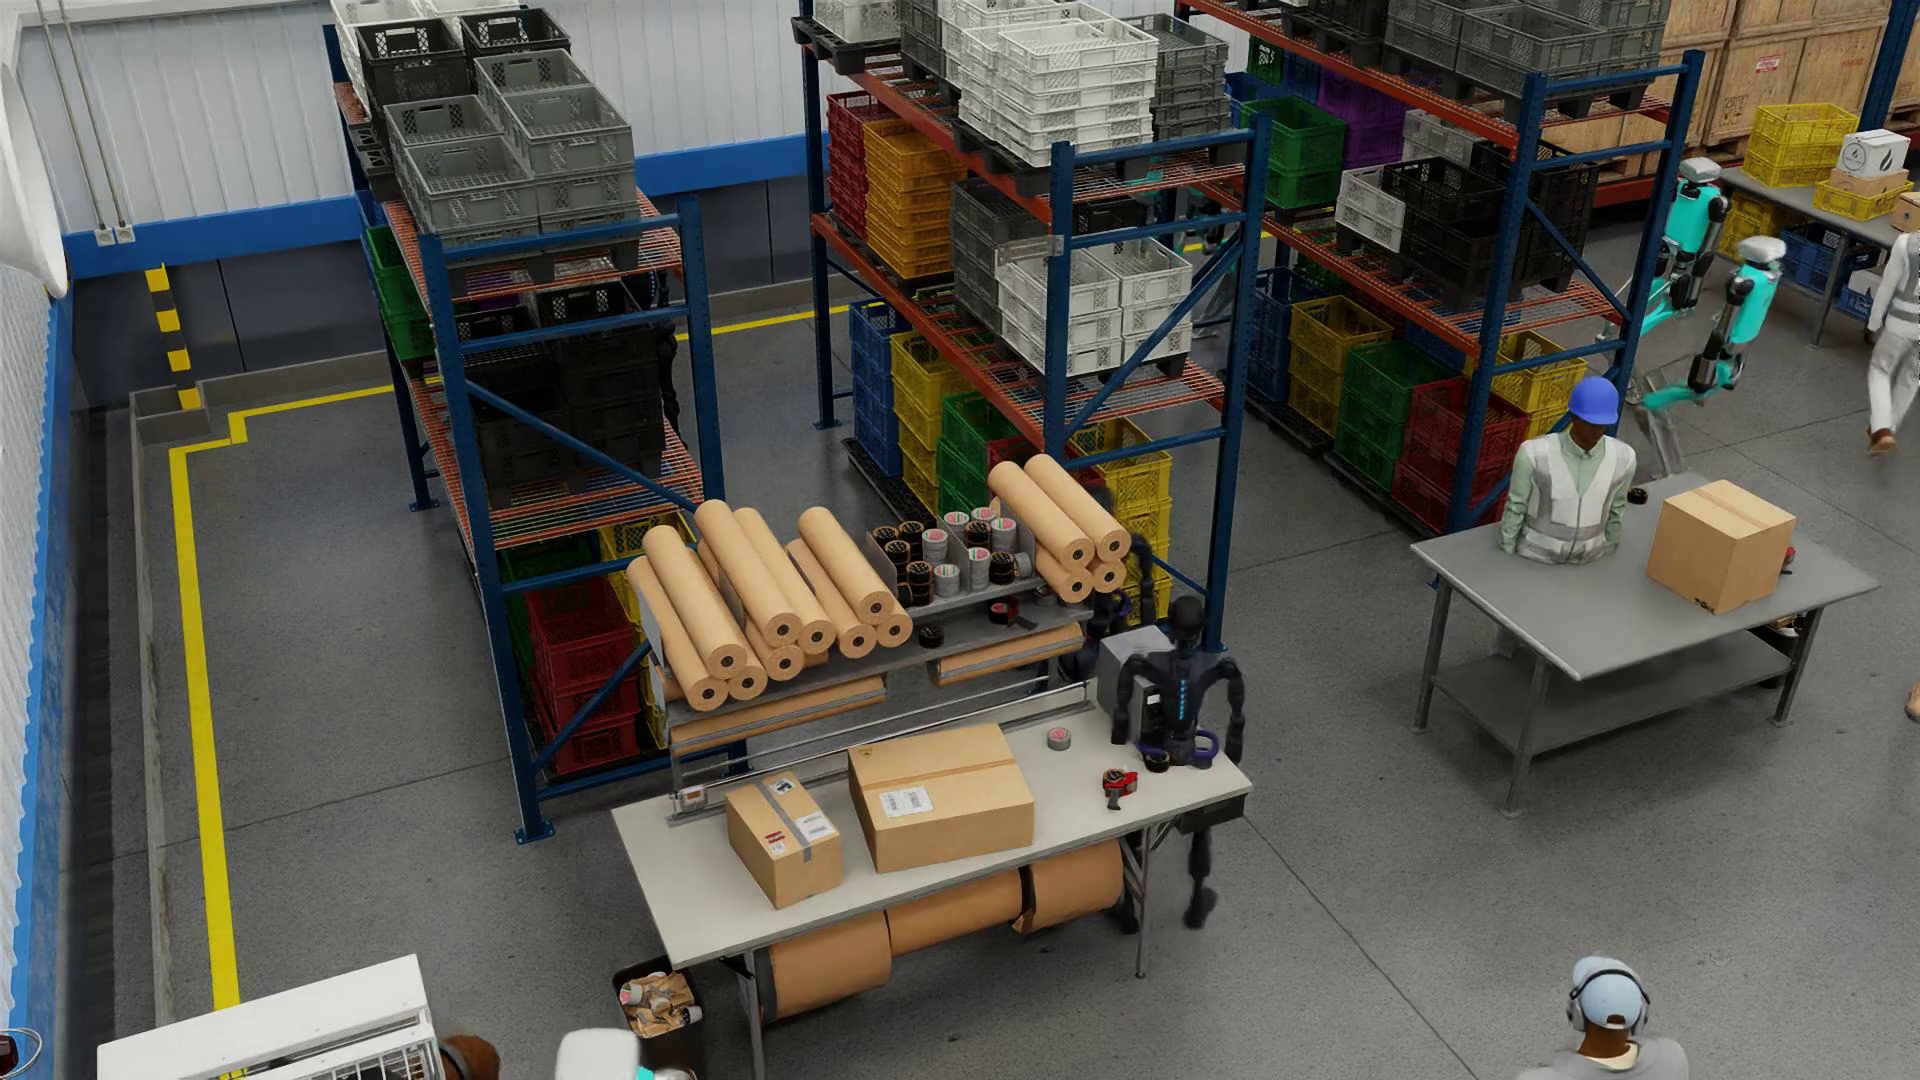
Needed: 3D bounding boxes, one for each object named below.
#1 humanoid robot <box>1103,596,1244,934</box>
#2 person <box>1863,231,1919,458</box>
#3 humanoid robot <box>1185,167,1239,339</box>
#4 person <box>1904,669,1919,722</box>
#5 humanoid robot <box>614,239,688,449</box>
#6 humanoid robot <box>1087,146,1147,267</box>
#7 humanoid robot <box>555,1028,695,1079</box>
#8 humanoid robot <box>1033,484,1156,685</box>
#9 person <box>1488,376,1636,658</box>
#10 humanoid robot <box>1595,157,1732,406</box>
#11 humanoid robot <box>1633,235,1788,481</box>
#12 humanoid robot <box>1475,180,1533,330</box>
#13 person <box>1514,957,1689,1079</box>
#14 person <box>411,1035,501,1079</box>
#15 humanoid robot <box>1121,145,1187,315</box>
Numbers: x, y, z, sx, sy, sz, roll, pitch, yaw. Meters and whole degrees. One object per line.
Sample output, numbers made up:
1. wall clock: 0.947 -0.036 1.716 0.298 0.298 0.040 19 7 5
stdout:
1. humanoid robot: 0.904 0.971 7.046 0.600 1.642 0.389 2 32 4
2. person: 6.137 -1.356 10.659 0.574 1.867 0.619 8 33 13
3. humanoid robot: 1.982 -2.368 12.359 0.677 1.751 0.550 -7 32 -11
4. person: 5.177 0.075 8.170 0.607 2.034 0.399 13 34 20
5. humanoid robot: -2.036 -1.279 10.689 0.315 1.657 0.599 19 36 28
6. humanoid robot: 1.135 -2.326 12.395 0.593 1.658 0.338 16 35 25
7. humanoid robot: -0.969 2.284 4.897 0.545 1.816 0.714 -7 32 -11
8. humanoid robot: 0.648 0.453 7.880 0.613 1.655 0.307 -7 32 -11
9. person: 2.953 0.074 8.247 0.603 1.951 0.381 0 32 -1
10. humanoid robot: 4.670 -1.727 11.279 0.728 1.694 0.532 -10 33 -16
11. humanoid robot: 4.551 -1.111 10.307 0.540 1.726 0.727 -24 39 -34
12. humanoid robot: 4.003 -2.311 12.423 0.589 1.627 0.773 -7 32 -12
13. person: 1.872 2.011 5.197 0.589 1.848 0.404 -9 33 -14
14. person: -1.449 2.182 4.943 0.645 1.828 0.450 18 36 27
15. humanoid robot: 1.506 -2.435 12.467 0.532 1.744 0.688 27 41 37
